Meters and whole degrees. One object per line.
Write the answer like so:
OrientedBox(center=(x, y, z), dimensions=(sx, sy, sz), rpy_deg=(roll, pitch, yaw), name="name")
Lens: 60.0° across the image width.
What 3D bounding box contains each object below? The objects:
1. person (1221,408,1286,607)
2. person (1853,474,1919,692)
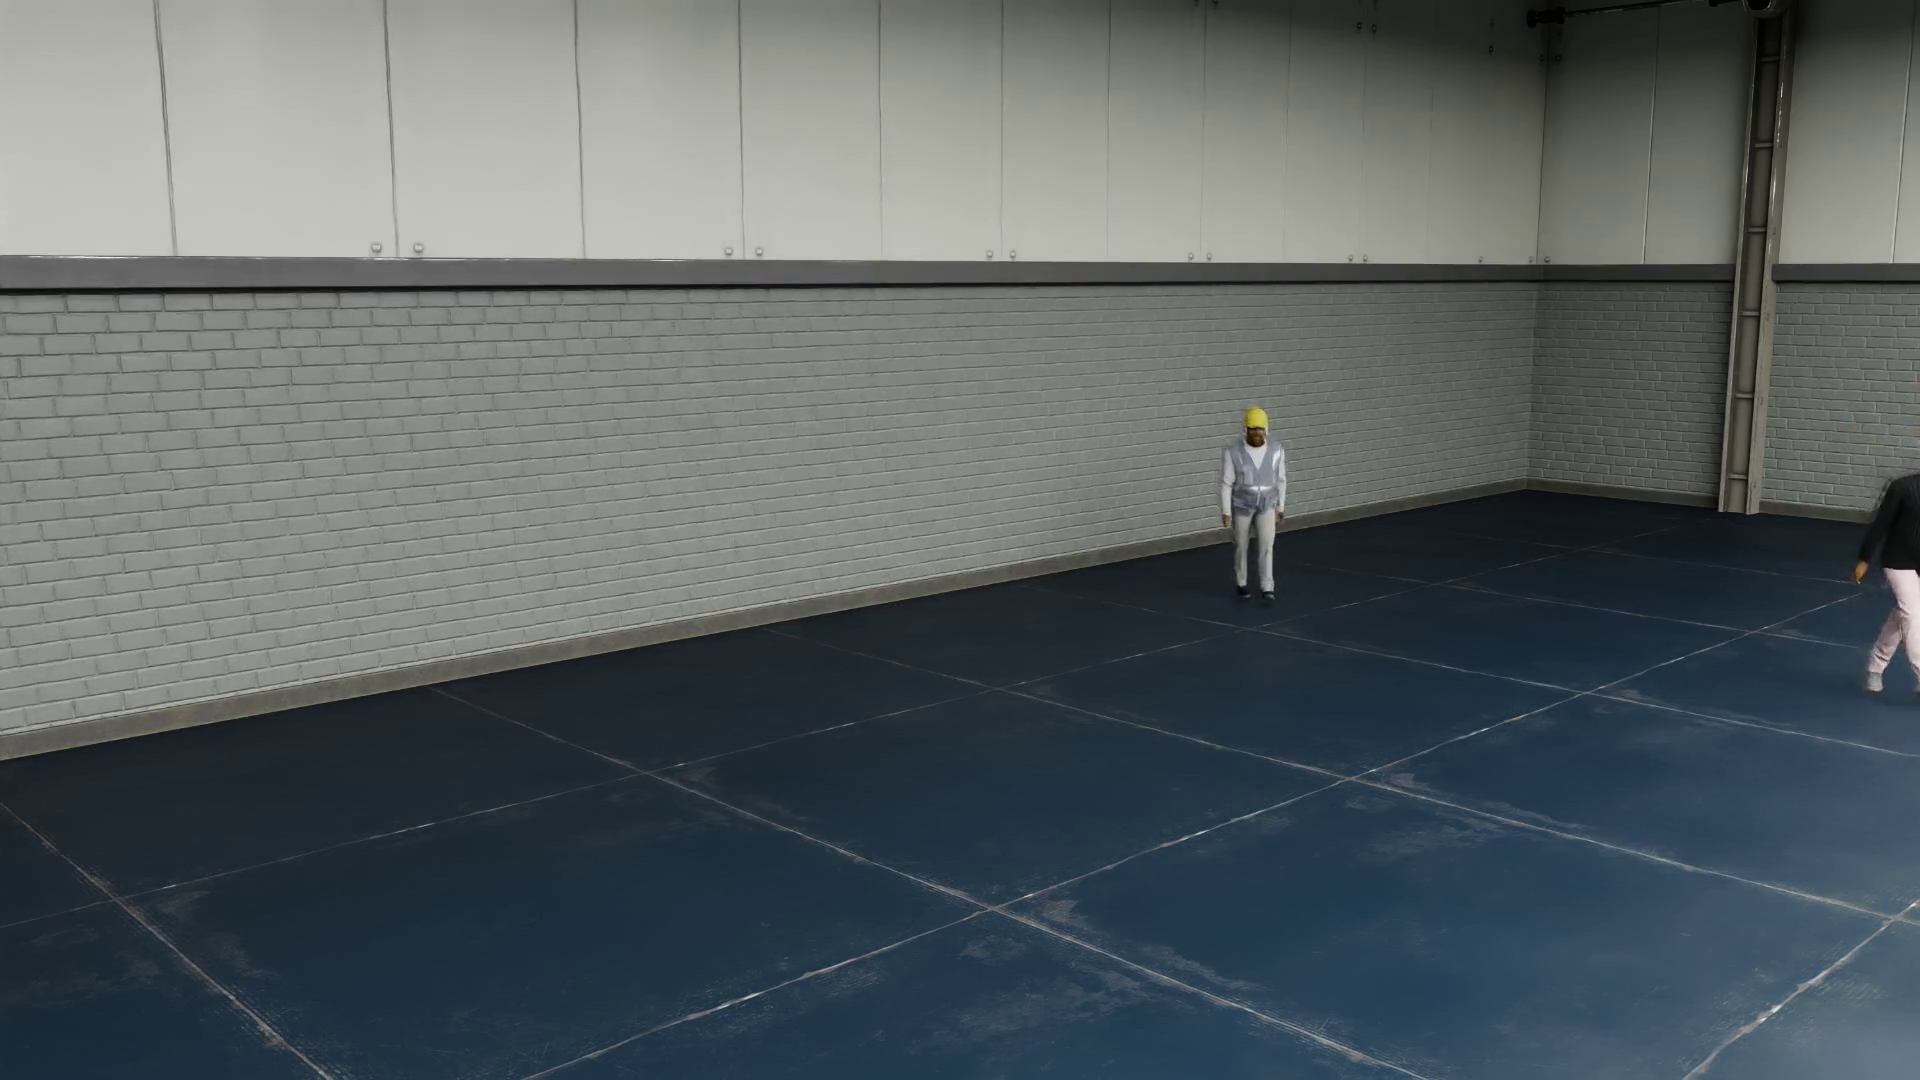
OrientedBox(center=(2.685, -0.301, 15.189), dimensions=(0.621, 1.791, 0.906), rpy_deg=(0, 9, -1), name="person")
OrientedBox(center=(6.751, 0.198, 11.715), dimensions=(0.675, 1.915, 1.007), rpy_deg=(-1, 9, -8), name="person")
